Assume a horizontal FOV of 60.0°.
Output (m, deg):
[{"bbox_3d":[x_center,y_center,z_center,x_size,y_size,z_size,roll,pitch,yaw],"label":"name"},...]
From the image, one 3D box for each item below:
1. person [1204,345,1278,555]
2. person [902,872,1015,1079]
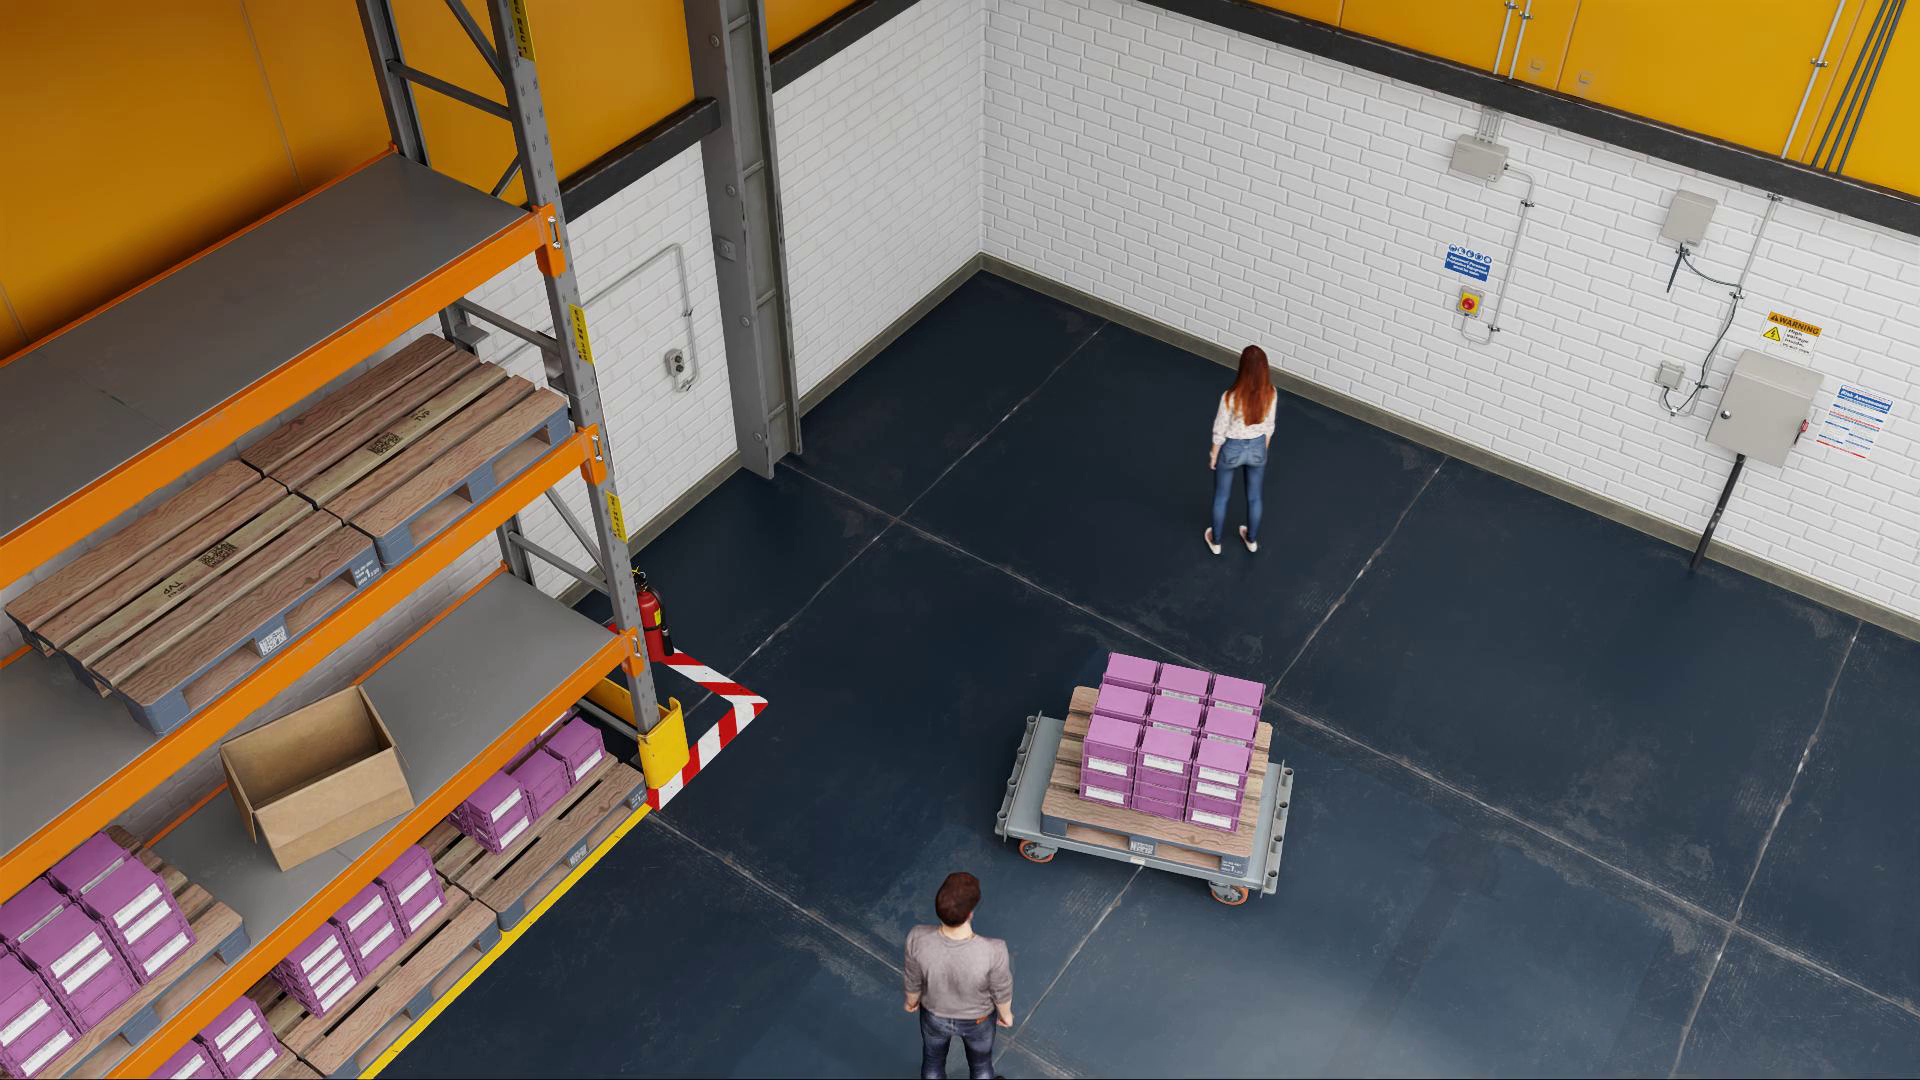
[{"bbox_3d":[1.919,-0.596,11.289,0.641,1.726,0.689,-4,44,-5],"label":"person"},{"bbox_3d":[-0.015,2.292,8.129,0.774,1.903,0.727,7,44,7],"label":"person"}]
